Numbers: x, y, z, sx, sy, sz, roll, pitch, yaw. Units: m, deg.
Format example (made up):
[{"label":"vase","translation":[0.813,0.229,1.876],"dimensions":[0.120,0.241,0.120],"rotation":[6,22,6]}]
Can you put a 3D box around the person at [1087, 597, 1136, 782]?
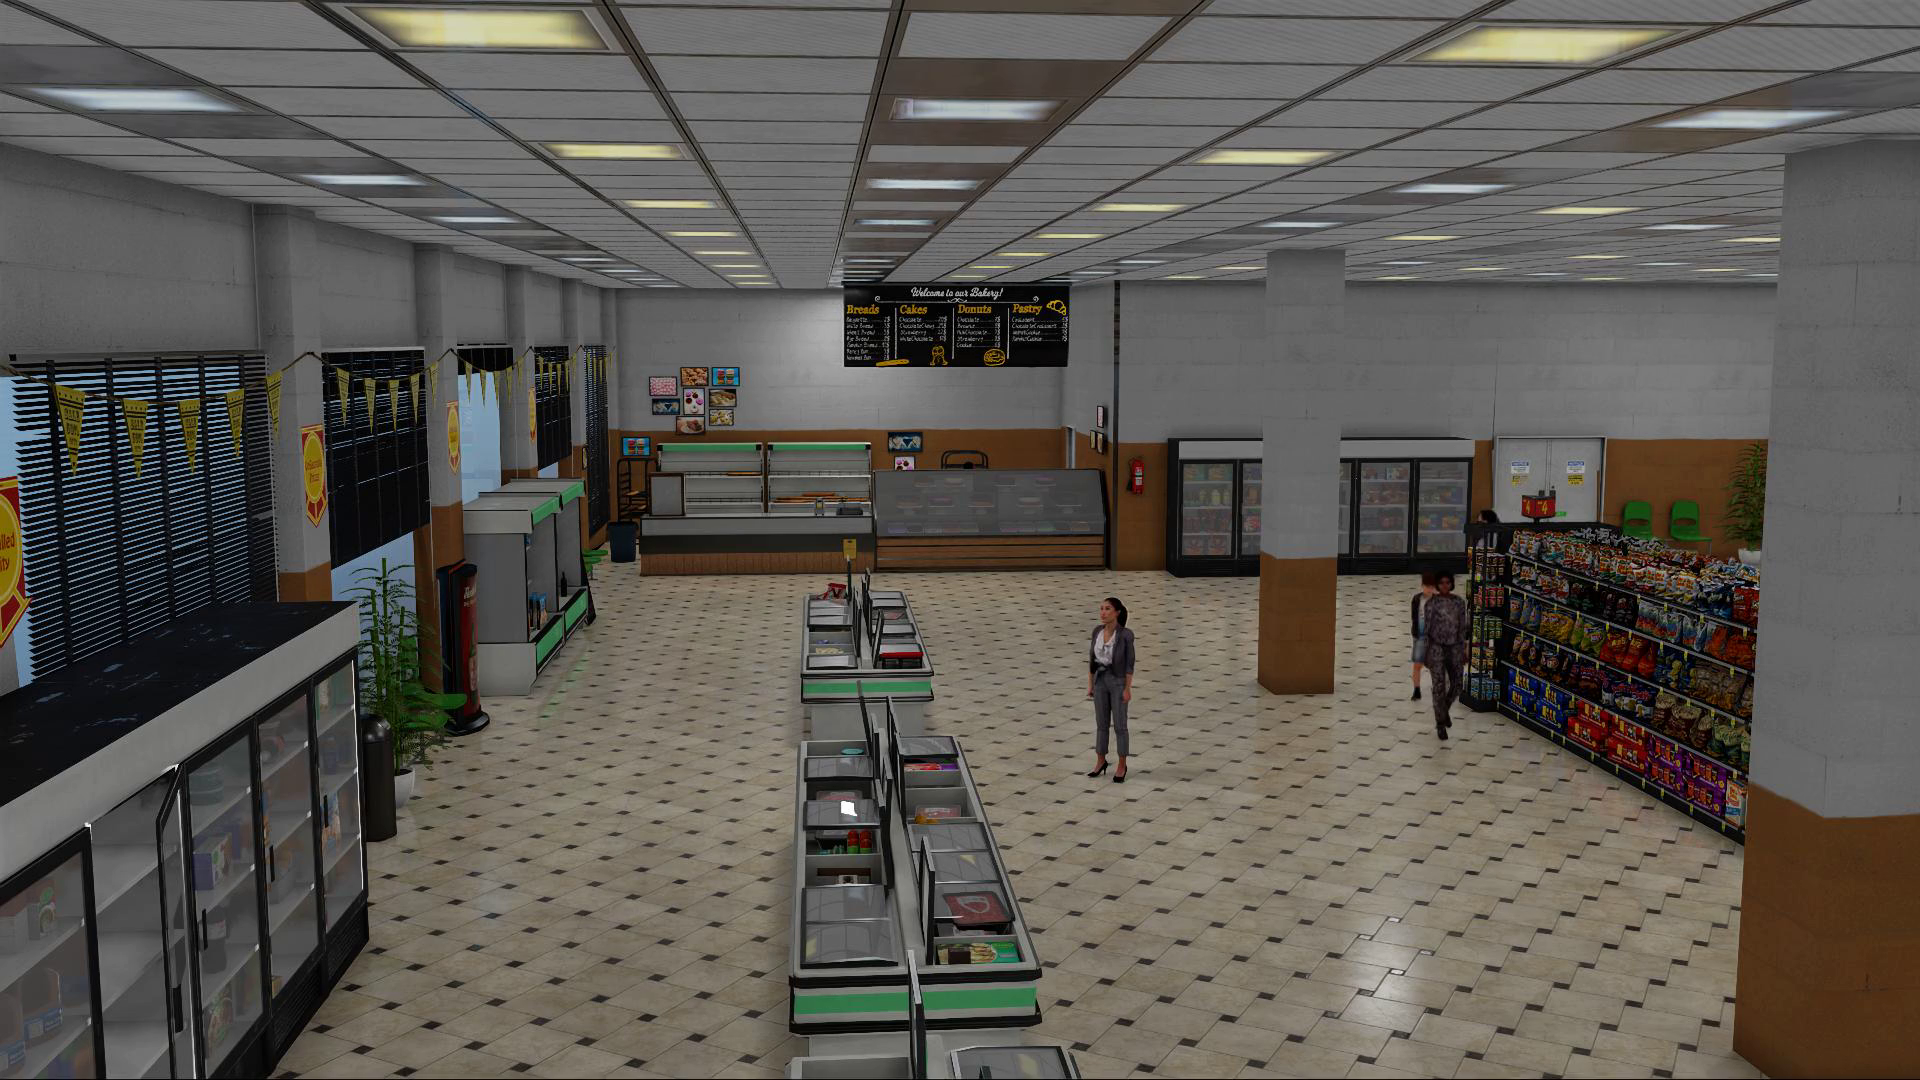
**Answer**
[{"label":"person","translation":[1.385,1.349,15.188],"dimensions":[0.729,1.678,0.783],"rotation":[5,9,37]}]

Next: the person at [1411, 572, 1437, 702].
[{"label":"person","translation":[5.232,1.073,18.521],"dimensions":[0.811,1.427,0.981],"rotation":[3,8,26]}]

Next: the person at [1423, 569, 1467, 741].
[{"label":"person","translation":[4.883,1.139,16.796],"dimensions":[0.648,1.709,0.762],"rotation":[0,7,4]}]
